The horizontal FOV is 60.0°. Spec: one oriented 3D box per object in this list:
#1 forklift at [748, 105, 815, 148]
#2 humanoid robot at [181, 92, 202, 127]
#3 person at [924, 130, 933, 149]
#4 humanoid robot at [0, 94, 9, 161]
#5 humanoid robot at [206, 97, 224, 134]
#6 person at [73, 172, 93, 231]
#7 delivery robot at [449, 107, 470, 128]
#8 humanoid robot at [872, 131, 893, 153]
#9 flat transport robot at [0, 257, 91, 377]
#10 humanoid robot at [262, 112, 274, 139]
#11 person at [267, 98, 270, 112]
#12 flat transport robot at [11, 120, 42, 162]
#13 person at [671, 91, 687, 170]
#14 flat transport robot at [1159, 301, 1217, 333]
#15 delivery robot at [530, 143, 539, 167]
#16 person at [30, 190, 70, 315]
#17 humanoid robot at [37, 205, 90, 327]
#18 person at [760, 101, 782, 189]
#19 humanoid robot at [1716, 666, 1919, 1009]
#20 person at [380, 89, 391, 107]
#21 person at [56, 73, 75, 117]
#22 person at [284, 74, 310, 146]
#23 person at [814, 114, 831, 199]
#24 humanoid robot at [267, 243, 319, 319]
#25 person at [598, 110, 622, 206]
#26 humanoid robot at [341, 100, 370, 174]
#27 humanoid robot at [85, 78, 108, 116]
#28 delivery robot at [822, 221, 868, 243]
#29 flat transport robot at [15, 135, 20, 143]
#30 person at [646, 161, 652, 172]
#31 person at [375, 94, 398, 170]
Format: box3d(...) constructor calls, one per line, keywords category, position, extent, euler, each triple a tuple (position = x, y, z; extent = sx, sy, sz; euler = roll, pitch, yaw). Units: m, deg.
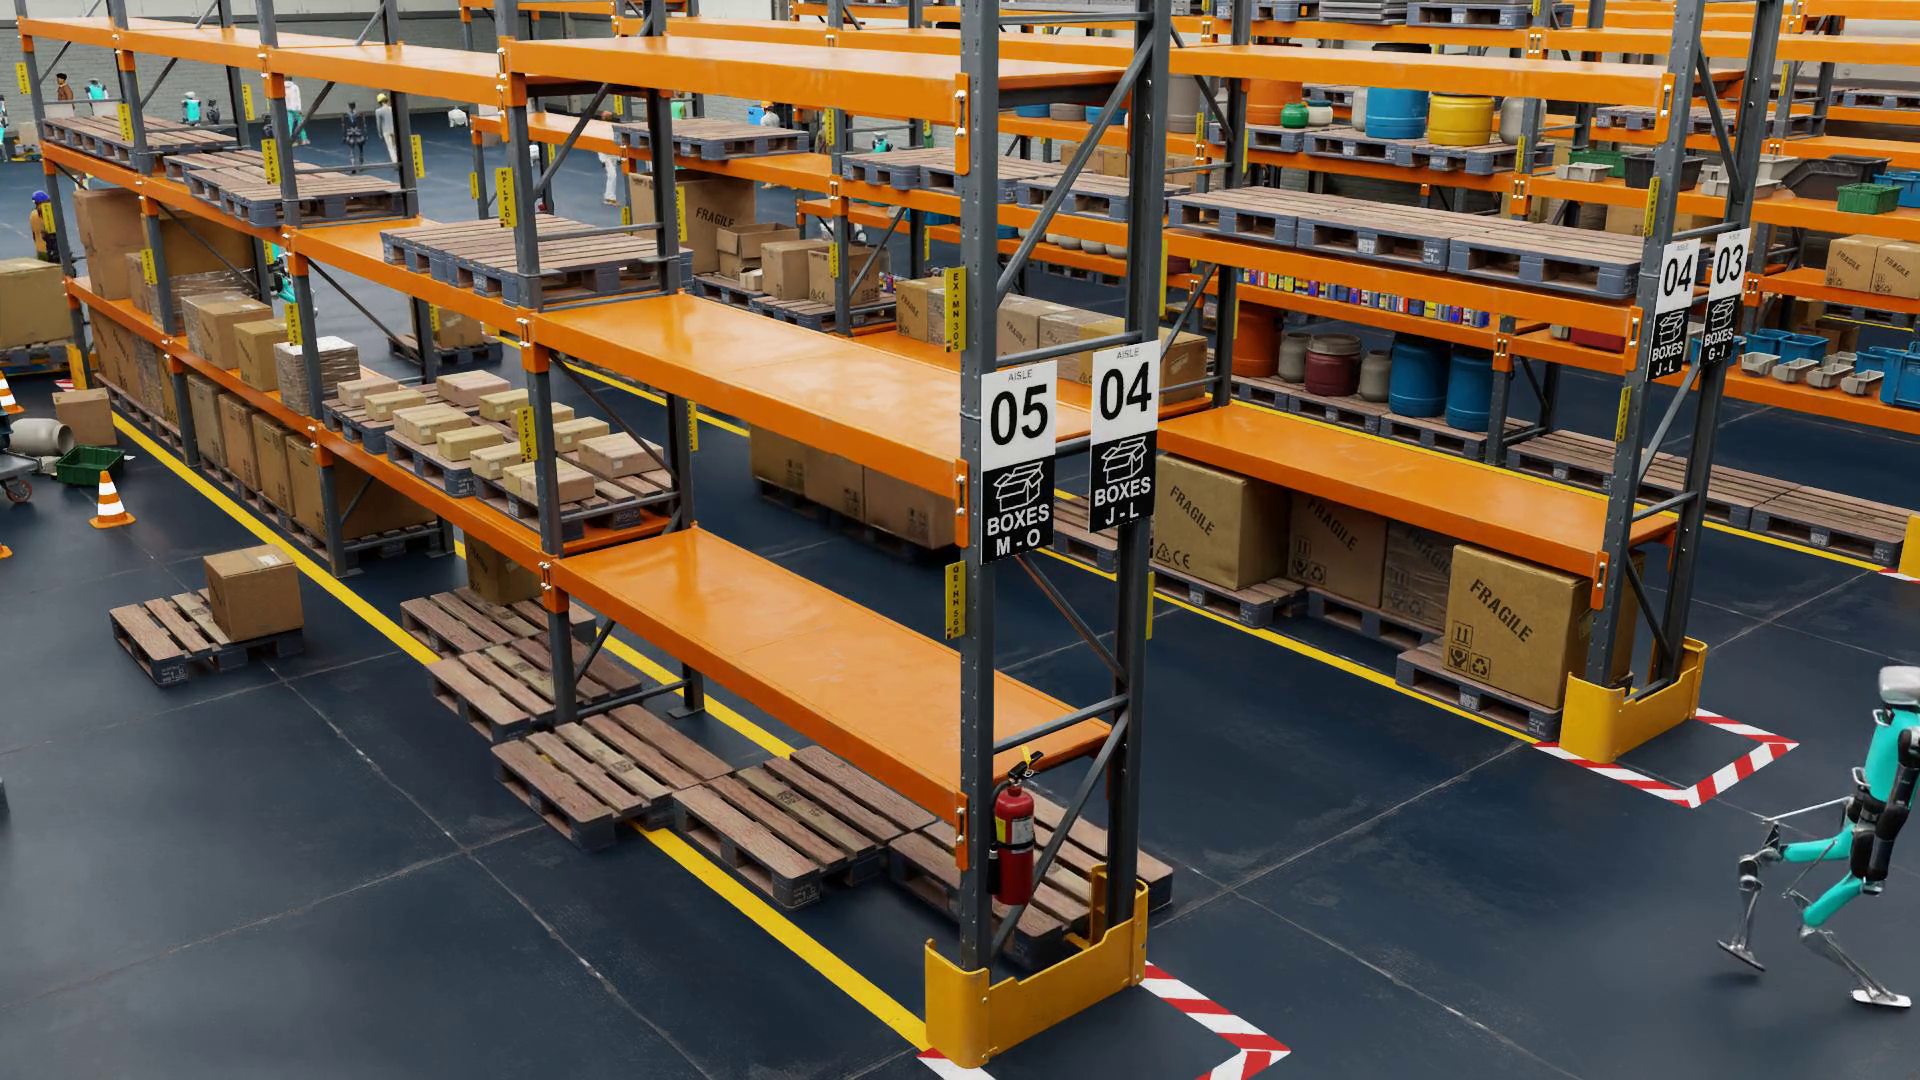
box3d(category="forklift", position=(-4.526, -11.368, 42.374), extent=(1.129, 2.768, 1.873), euler=(-15, 24, -37))
box3d(category="humanoid robot", position=(-18.253, -9.625, 39.210), extent=(0.814, 1.827, 0.548), euler=(7, 21, 19))
box3d(category="person", position=(-0.697, -7.416, 32.841), extent=(0.471, 1.734, 0.326), euler=(-18, 26, -42))
box3d(category="humanoid robot", position=(-23.411, -10.039, 40.336), extent=(0.532, 1.836, 0.681), euler=(-5, 20, -14))
box3d(category="humanoid robot", position=(-17.362, -9.460, 38.718), extent=(0.368, 1.652, 0.601), euler=(-2, 19, -6))
box3d(category="person", position=(-15.822, -6.481, 29.936), extent=(0.387, 1.891, 0.546), euler=(-11, 22, -29))
box3d(category="delivery robot", position=(-14.727, -12.393, 48.748), extent=(0.499, 0.576, 0.757), euler=(-12, 23, -31))
box3d(category="humanoid robot", position=(-1.633, -6.598, 30.568), extent=(1.043, 1.758, 0.557), euler=(-15, 24, -36))
box3d(category="flat transport robot", position=(-11.202, -2.107, 19.933), extent=(1.431, 0.231, 0.659), euler=(-10, 22, -25))
box3d(category="humanoid robot", position=(-14.539, -8.273, 35.368), extent=(0.525, 1.635, 0.584), euler=(-3, 20, -9))
box3d(category="person", position=(-18.492, -11.604, 44.804), extent=(0.321, 1.697, 0.530), euler=(-8, 21, -20))
box3d(category="flat transport robot", position=(-22.429, -9.446, 40.818), extent=(1.431, 0.231, 0.659), euler=(-6, 20, -15))
box3d(category="person", position=(-6.407, -9.369, 38.029), extent=(0.405, 1.979, 0.483), euler=(-17, 25, -40))
box3d(category="flat transport robot", position=(3.338, -3.026, 22.548), extent=(0.659, 0.231, 1.431), euler=(-13, 23, -33))
box3d(category="delivery robot", position=(-10.189, -9.195, 39.701), extent=(0.499, 0.614, 0.815), euler=(7, 21, 19))
box3d(category="person", position=(-12.627, -3.984, 23.088), extent=(0.448, 1.718, 0.355), euler=(10, 22, 26))
box3d(category="humanoid robot", position=(-12.068, -3.677, 22.292), extent=(0.610, 1.640, 0.500), euler=(15, 24, 37))
box3d(category="person", position=(-4.072, -8.481, 35.637), extent=(0.389, 1.889, 0.569), euler=(16, 25, 38))
box3d(category="humanoid robot", position=(4.030, 1.395, 7.824), extent=(1.037, 1.776, 0.545), euler=(7, 20, 18))
box3d(category="person", position=(-17.375, -13.730, 50.667), extent=(0.993, 1.826, 0.502), euler=(-18, 26, -42))
box3d(category="person", position=(-23.646, -11.419, 44.042), extent=(0.777, 1.855, 0.396), euler=(16, 25, 38))
box3d(category="person", position=(-17.537, -11.353, 43.813), extent=(0.515, 1.877, 0.857), euler=(2, 19, 5))
box3d(category="person", position=(-2.742, -7.855, 34.085), extent=(0.576, 1.725, 0.853), euler=(-9, 21, -23))
box3d(category="humanoid robot", position=(-8.377, -3.251, 20.859), extent=(0.721, 1.716, 0.530), euler=(-2, 19, -5))
box3d(category="person", position=(-6.990, -7.621, 33.199), extent=(0.527, 1.873, 0.592), euler=(12, 22, 30))
box3d(category="humanoid robot", position=(-13.937, -9.288, 38.310), extent=(0.584, 1.647, 0.707), euler=(-3, 20, -9))
box3d(category="humanoid robot", position=(-22.223, -11.101, 43.313), extent=(0.832, 1.774, 0.627), euler=(16, 25, 39))
box3d(category="delivery robot", position=(-2.007, -5.299, 28.609), extent=(0.813, 0.610, 0.499), euler=(-16, 25, -38))
box3d(category="flat transport robot", position=(-24.367, -10.665, 44.288), extent=(1.431, 0.231, 0.659), euler=(7, 20, 18))
box3d(category="person", position=(-5.054, -5.943, 28.305), extent=(0.602, 1.958, 0.376), euler=(16, 25, 39))
box3d(category="person", position=(-13.351, -9.531, 38.866), extent=(0.570, 1.717, 0.747), euler=(-13, 23, -33))
